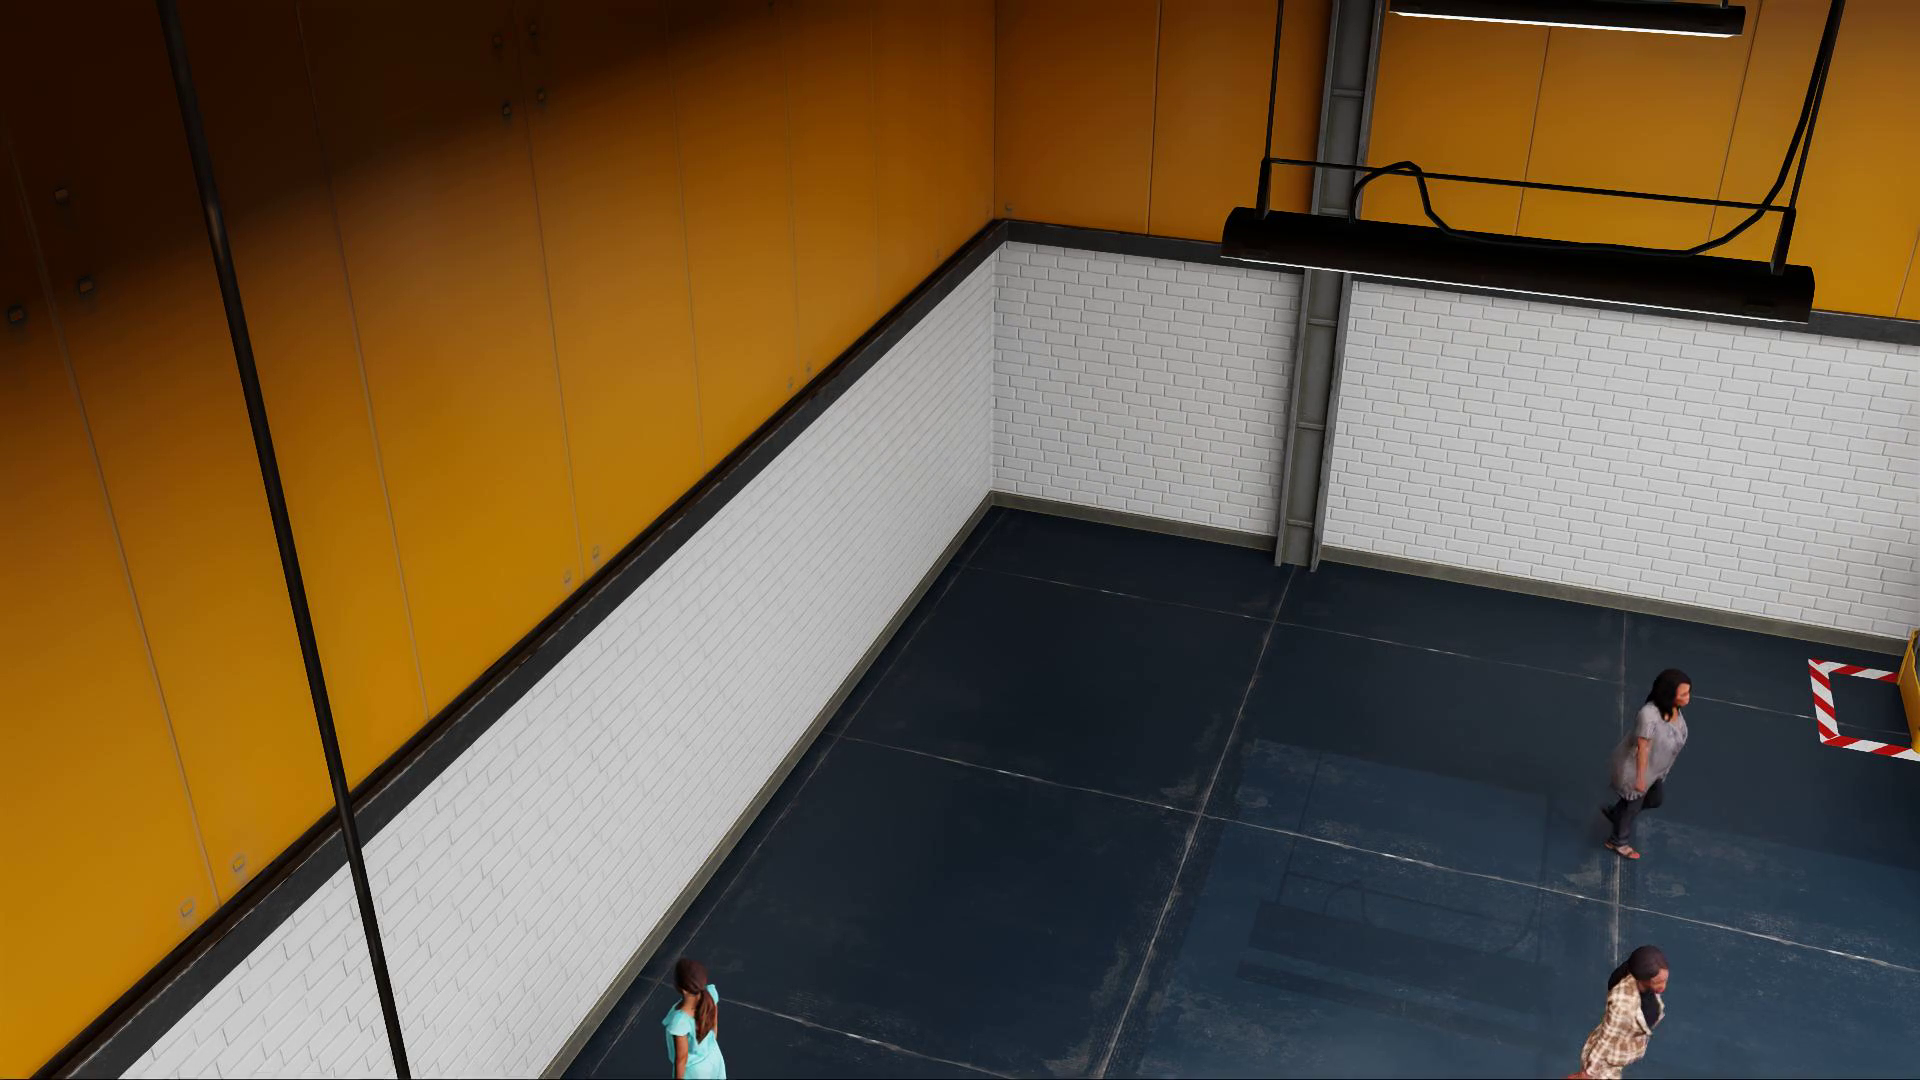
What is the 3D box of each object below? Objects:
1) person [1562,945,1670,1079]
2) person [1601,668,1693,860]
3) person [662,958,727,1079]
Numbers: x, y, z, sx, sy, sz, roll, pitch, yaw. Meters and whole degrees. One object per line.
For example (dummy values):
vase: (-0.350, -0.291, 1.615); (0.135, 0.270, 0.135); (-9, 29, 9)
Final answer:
person: (3.596, 2.895, 9.356); (0.944, 1.762, 0.799); (20, 34, 32)
person: (4.849, 1.565, 11.974); (0.783, 1.589, 0.850); (-25, 37, -38)
person: (-1.493, 2.966, 9.439); (0.592, 1.558, 0.582); (15, 32, 26)
